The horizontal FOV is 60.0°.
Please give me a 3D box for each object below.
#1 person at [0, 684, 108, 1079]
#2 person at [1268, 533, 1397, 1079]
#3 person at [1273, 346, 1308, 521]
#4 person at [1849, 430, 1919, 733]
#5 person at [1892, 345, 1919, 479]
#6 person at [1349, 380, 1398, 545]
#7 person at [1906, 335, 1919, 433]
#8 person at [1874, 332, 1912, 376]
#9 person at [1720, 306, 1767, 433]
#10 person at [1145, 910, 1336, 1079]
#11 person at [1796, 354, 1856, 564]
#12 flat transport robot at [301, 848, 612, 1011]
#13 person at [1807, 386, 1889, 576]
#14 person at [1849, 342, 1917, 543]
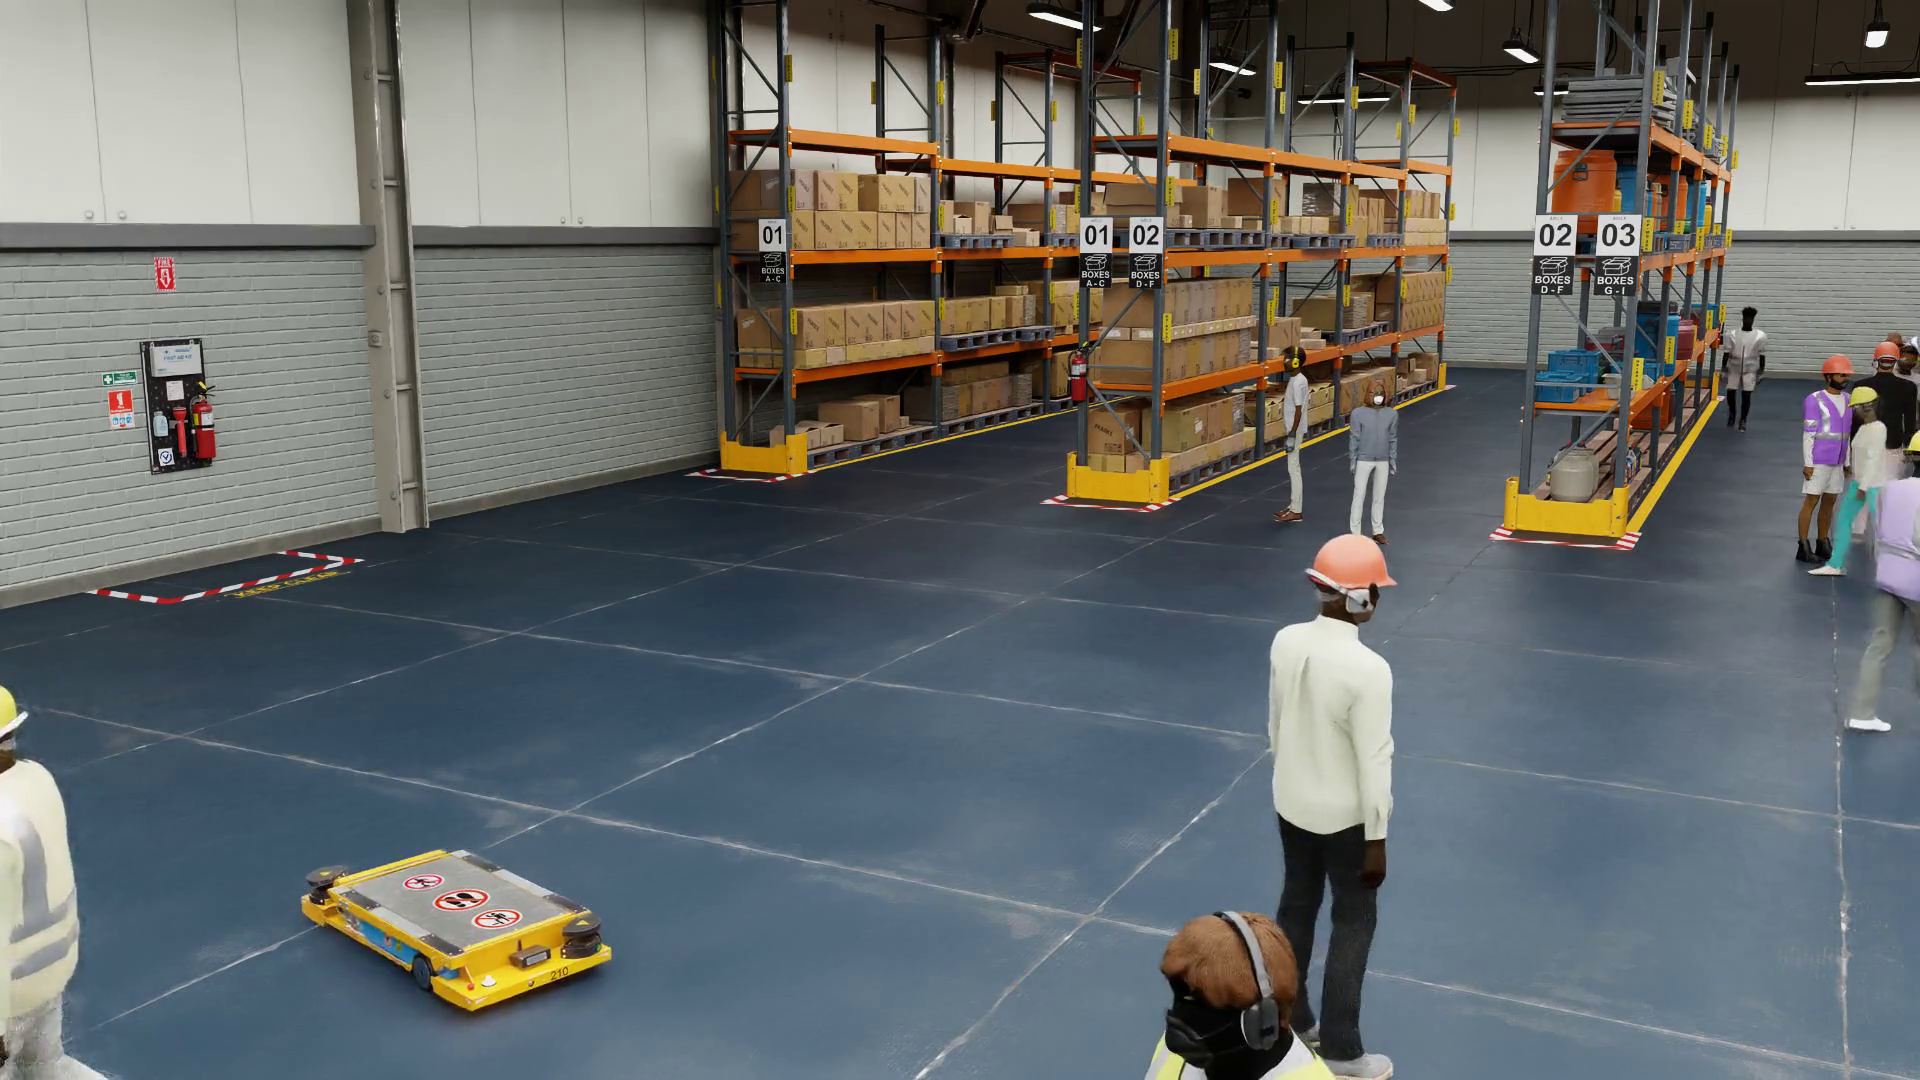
[{"bbox_3d":[-2.750,1.257,4.872,0.782,1.809,0.611,-3,11,-14],"label":"person"},{"bbox_3d":[1.342,0.958,5.997,0.398,1.992,0.628,-6,12,-28],"label":"person"},{"bbox_3d":[3.534,-1.132,17.719,0.328,1.876,0.513,2,11,11],"label":"person"},{"bbox_3d":[5.823,0.255,10.098,0.816,1.887,0.610,-3,11,-15],"label":"person"},{"bbox_3d":[10.249,-1.208,18.180,0.555,1.856,0.403,3,11,18],"label":"person"},{"bbox_3d":[4.056,-0.759,16.340,0.500,1.633,0.284,-2,11,-9],"label":"person"},{"bbox_3d":[14.637,-2.482,25.224,0.623,1.818,0.430,5,11,23],"label":"person"},{"bbox_3d":[13.766,-2.263,24.557,0.521,1.613,0.358,6,12,28],"label":"person"},{"bbox_3d":[12.070,-2.622,25.634,0.632,1.946,0.427,5,12,26],"label":"person"},{"bbox_3d":[0.505,1.565,3.127,0.429,1.835,0.630,-3,11,-17],"label":"person"},{"bbox_3d":[8.071,-0.751,15.456,0.545,1.942,0.353,-4,11,-20],"label":"person"},{"bbox_3d":[-2.184,1.612,7.126,1.431,0.197,0.652,10,14,42],"label":"flat transport robot"},{"bbox_3d":[8.093,-0.502,14.720,0.887,1.706,0.539,1,10,7],"label":"person"},{"bbox_3d":[9.065,-0.954,16.416,0.622,1.992,0.394,2,11,13],"label":"person"}]
